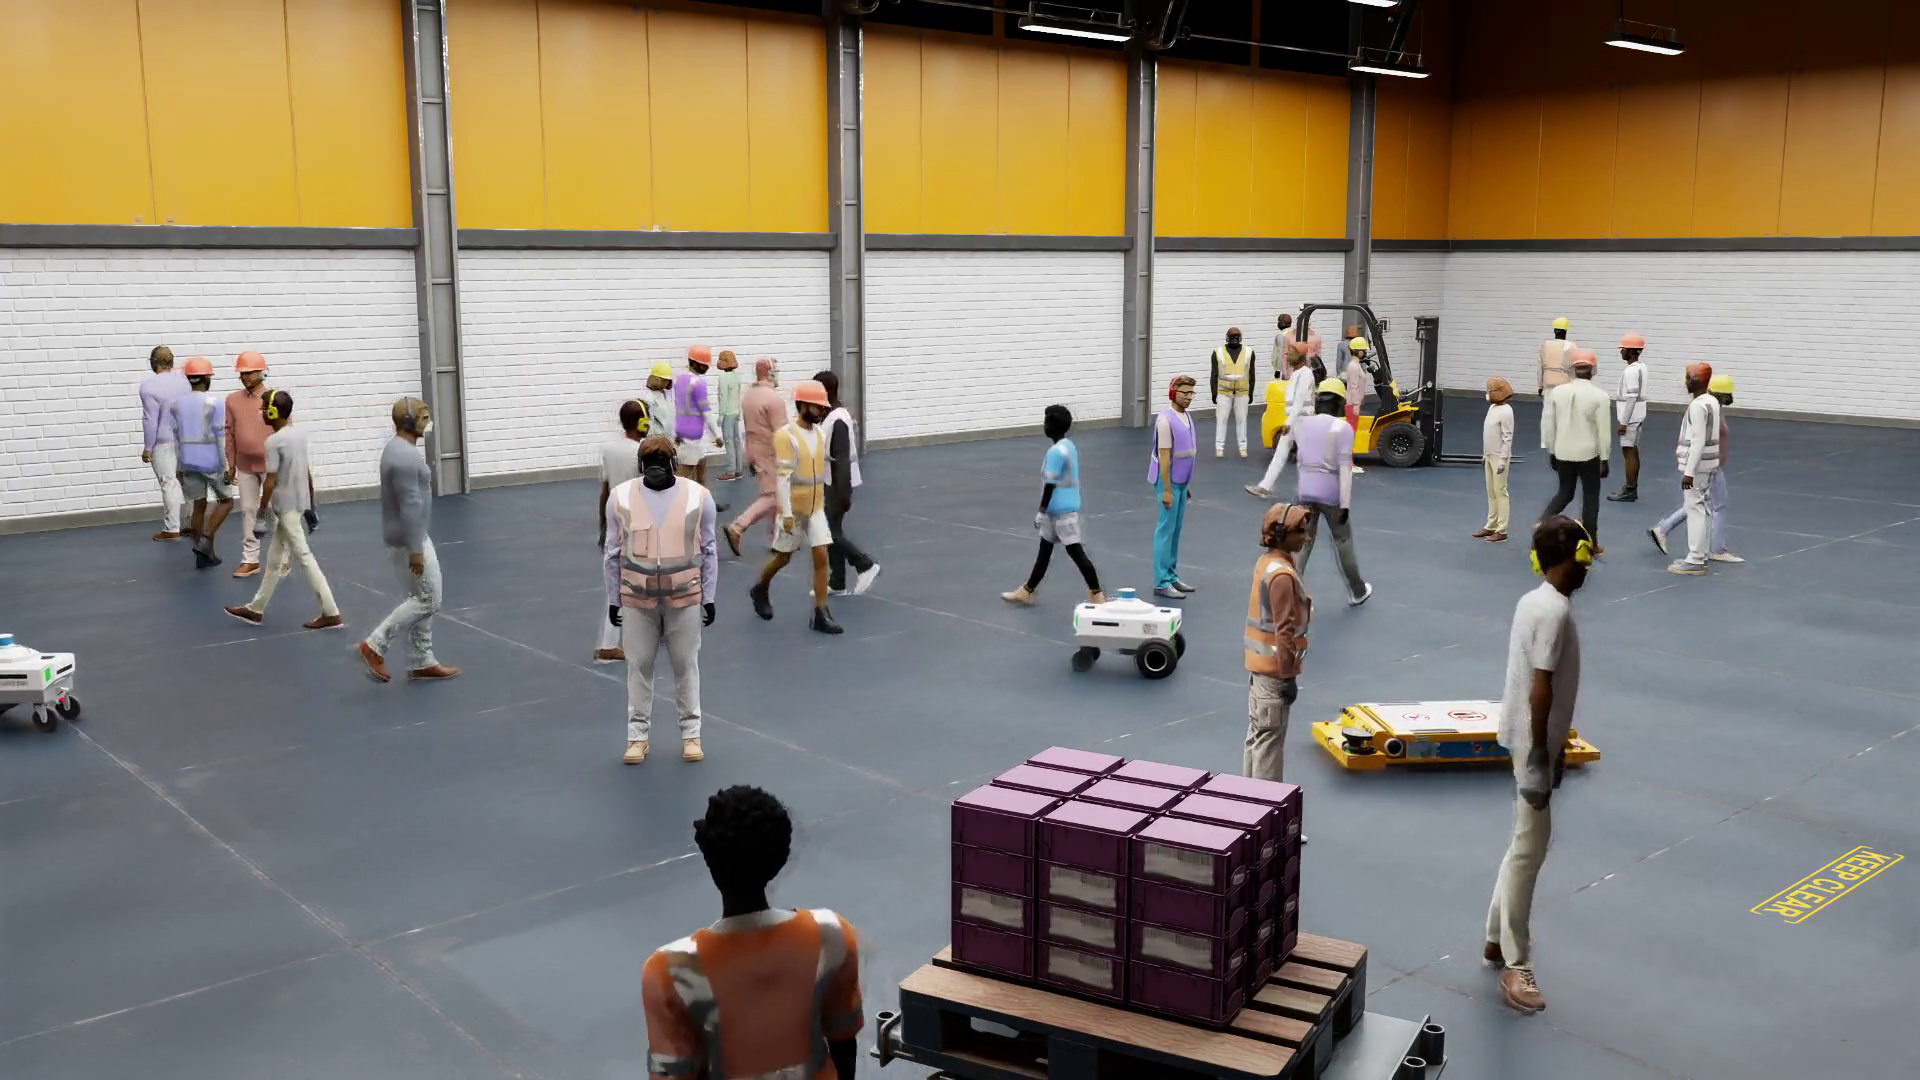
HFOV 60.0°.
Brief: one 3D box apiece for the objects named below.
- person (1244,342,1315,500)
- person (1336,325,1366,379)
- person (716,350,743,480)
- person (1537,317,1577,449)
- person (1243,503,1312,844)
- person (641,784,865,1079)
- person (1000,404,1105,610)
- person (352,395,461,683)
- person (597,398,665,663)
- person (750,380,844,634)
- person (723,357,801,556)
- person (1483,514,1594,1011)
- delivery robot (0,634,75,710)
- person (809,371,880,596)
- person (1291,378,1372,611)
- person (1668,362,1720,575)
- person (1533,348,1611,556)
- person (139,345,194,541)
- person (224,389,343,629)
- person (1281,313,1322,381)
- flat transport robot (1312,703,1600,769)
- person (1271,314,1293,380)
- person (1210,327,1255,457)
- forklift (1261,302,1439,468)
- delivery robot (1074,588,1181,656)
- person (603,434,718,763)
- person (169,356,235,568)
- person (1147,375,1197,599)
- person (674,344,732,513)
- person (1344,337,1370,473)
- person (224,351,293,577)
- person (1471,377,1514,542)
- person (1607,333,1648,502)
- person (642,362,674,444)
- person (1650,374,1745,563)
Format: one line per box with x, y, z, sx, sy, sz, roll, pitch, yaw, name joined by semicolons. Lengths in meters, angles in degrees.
3.774;-1.341;19.063;0.949;1.829;0.582;-1;10;-8;person
6.713;-2.867;28.561;0.508;1.632;0.272;3;10;16;person
-2.914;-1.566;20.937;0.280;1.636;0.502;3;10;17;person
8.686;-2.268;24.193;0.585;1.928;0.368;9;13;42;person
1.530;0.633;8.060;0.314;1.636;0.514;0;10;1;person
-0.428;1.371;3.728;0.537;1.655;0.898;-5;11;-25;person
0.769;-0.247;13.177;0.891;1.649;0.544;2;10;13;person
-3.625;0.018;10.835;0.568;1.919;0.642;-3;10;-19;person
-2.219;-0.081;11.705;0.551;1.814;0.973;8;12;38;person
-1.242;-0.269;12.597;0.556;1.899;0.936;-10;14;-44;person
-1.863;-0.776;15.596;0.772;1.879;0.650;-5;11;-28;person
2.221;0.835;6.343;0.335;1.831;0.656;3;10;15;person
-5.693;0.805;9.930;0.707;0.478;0.477;0;9;-1;delivery robot
-0.990;-0.446;13.637;0.485;1.896;0.612;-1;10;-7;person
2.898;-0.357;13.277;0.984;1.849;0.603;-9;13;-42;person
6.532;-0.633;14.749;0.342;1.881;0.579;7;12;35;person
5.732;-0.804;15.517;0.687;1.968;0.652;-8;12;-38;person
-7.821;-0.954;16.466;0.370;1.941;0.627;4;11;24;person
-5.133;-0.221;12.521;0.961;1.817;0.551;1;10;3;person
5.496;-2.706;26.811;0.642;1.913;0.409;1;10;7;person
2.785;1.087;9.395;1.431;0.197;0.652;-1;10;-5;flat transport robot
5.495;-2.913;28.224;0.430;1.845;0.624;7;12;34;person
3.819;-2.063;23.293;0.622;1.835;0.430;0;10;3;person
5.320;-2.157;22.763;2.313;2.155;1.214;3;10;16;forklift
1.135;0.572;11.307;0.707;0.478;0.477;2;10;14;delivery robot
-1.662;0.326;9.258;0.629;1.843;0.429;-1;10;-7;person
-6.820;-0.694;15.002;0.556;1.917;0.454;2;10;12;person
1.767;-0.448;13.798;0.396;1.840;0.564;5;11;25;person
-2.764;-1.147;17.772;0.880;1.875;0.582;-6;11;-32;person
5.155;-1.758;21.682;0.312;1.768;0.522;2;10;11;person
-6.141;-0.659;14.576;0.612;1.996;0.388;1;10;5;person
5.292;-0.797;16.439;0.279;1.633;0.499;-1;10;-3;person
7.682;-1.407;19.117;0.361;1.939;0.543;6;12;33;person
-3.058;-0.951;17.044;0.311;1.736;0.483;3;10;16;person
6.870;-0.671;15.386;0.751;1.740;0.525;4;10;20;person
